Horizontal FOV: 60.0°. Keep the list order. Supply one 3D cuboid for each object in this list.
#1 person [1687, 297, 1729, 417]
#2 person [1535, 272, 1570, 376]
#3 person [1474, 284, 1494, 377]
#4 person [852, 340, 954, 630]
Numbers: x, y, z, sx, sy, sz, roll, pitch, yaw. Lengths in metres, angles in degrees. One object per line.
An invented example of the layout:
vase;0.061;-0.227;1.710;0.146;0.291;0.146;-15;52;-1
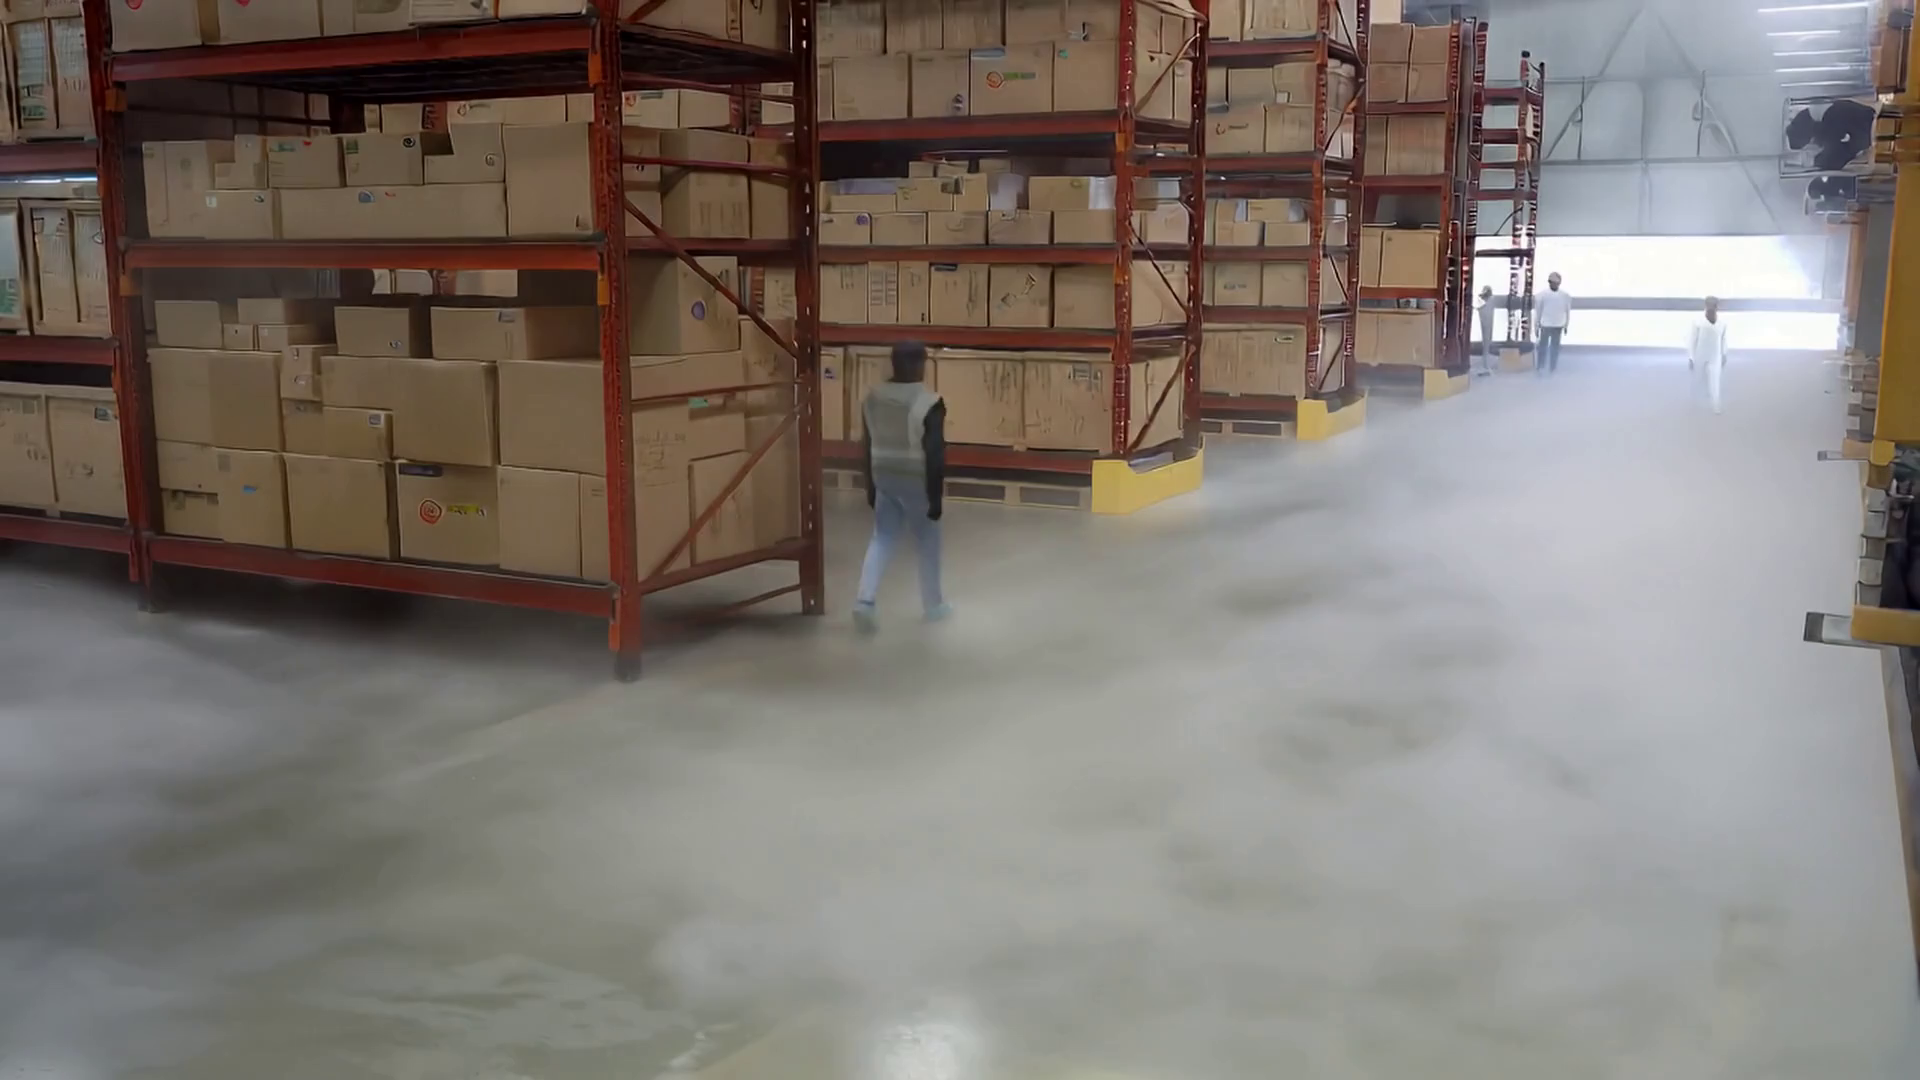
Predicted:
person;10.741;-2.636;23.914;0.586;1.701;0.916;1;10;5
person;11.184;-4.076;31.461;0.653;1.967;0.776;5;11;29
person;9.874;-3.933;31.301;0.289;1.746;0.487;3;10;16
person;-0.361;-0.342;10.342;0.632;1.808;0.910;6;11;30
